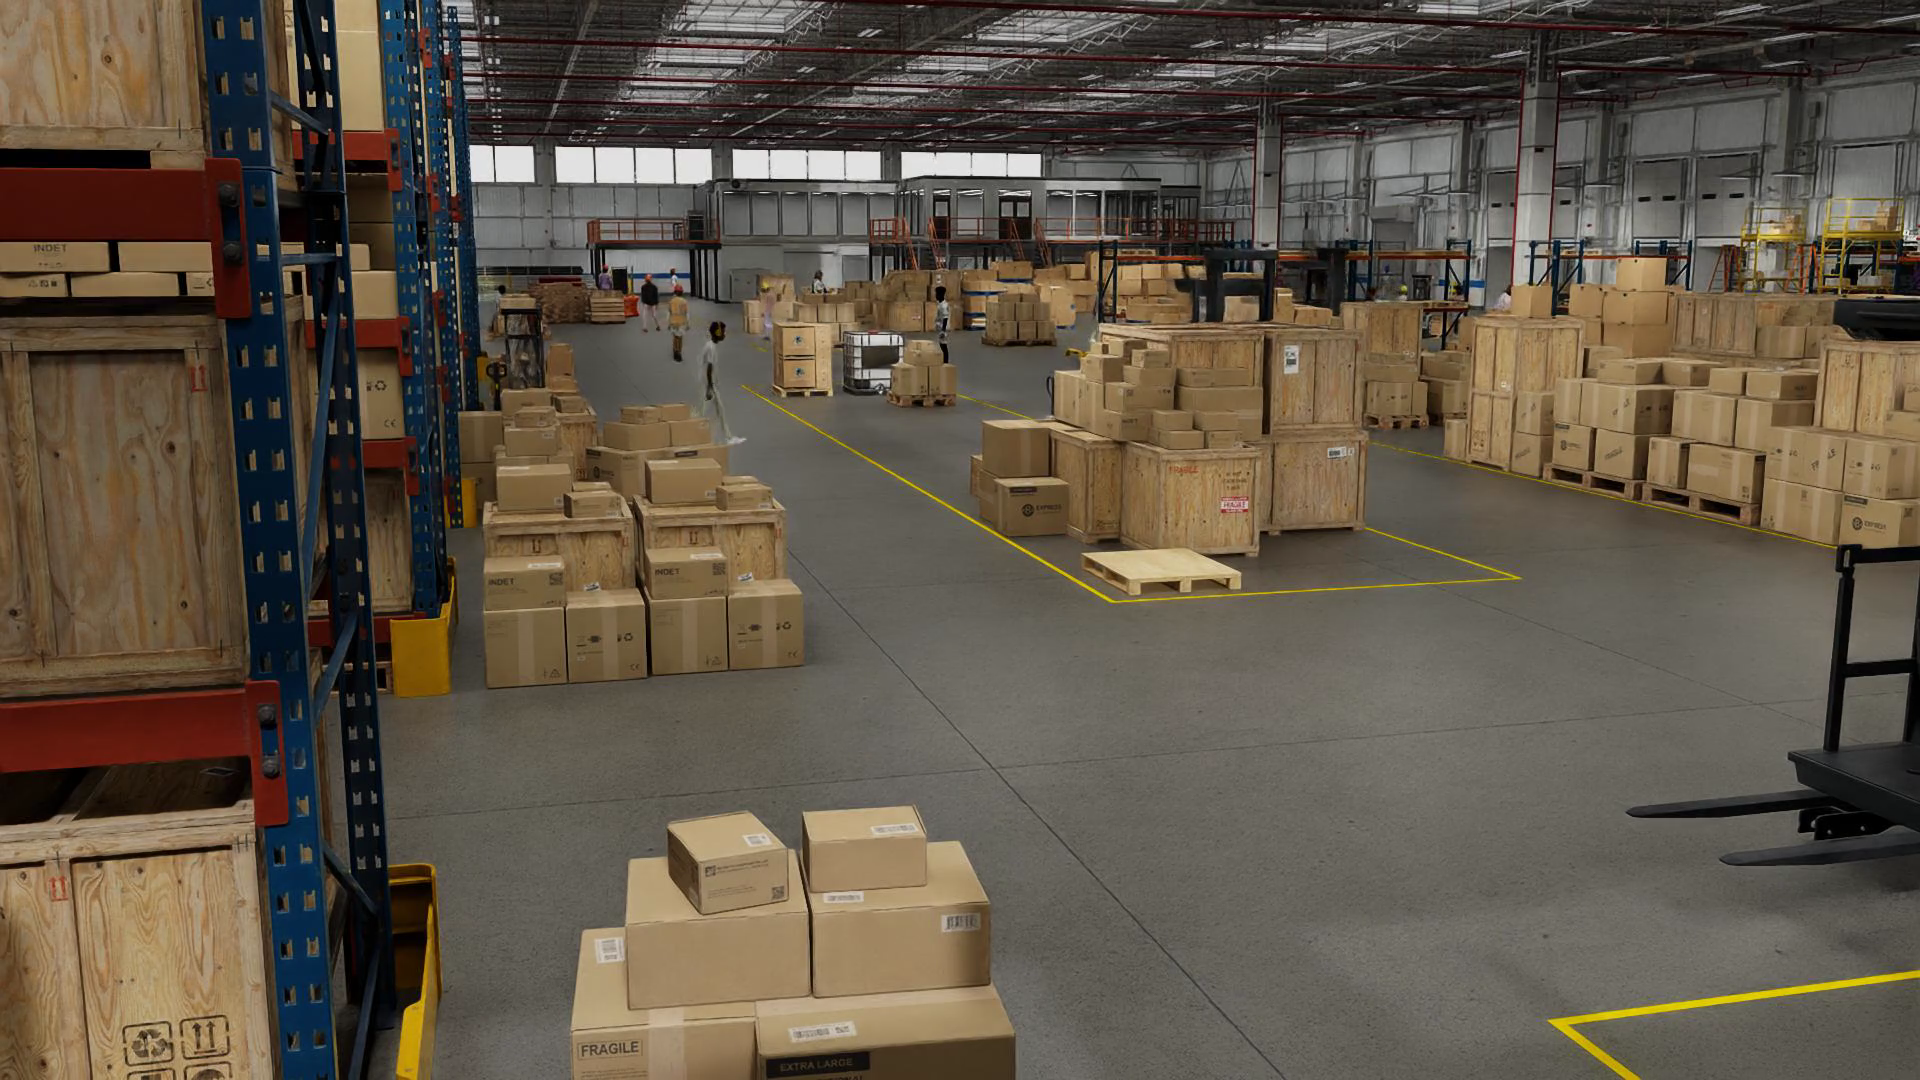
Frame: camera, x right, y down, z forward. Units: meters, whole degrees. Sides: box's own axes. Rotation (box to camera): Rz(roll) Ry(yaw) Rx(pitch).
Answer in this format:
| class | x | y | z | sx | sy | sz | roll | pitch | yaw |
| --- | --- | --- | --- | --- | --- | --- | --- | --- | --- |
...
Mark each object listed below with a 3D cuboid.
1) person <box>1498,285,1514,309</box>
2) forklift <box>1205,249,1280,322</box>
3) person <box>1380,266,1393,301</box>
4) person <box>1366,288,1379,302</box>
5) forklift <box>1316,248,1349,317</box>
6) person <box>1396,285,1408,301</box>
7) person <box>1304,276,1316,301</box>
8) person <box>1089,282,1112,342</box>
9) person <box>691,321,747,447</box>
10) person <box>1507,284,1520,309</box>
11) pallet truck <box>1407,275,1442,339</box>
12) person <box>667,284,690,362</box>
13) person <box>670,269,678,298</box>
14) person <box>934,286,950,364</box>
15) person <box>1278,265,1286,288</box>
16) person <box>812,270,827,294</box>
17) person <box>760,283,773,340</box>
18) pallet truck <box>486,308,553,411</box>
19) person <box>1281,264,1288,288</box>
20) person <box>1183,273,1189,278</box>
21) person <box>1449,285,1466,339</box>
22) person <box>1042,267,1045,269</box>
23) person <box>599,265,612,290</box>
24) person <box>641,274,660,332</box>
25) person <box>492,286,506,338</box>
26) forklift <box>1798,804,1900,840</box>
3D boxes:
| class | x | y | z | sx | sy | sz | roll | pitch | yaw |
| --- | --- | --- | --- | --- | --- | --- | --- | --- | --- |
| person | 15.196 | -6.140 | 46.001 | 0.695 | 1.790 | 0.871 | -3 | 11 | -18 |
| forklift | 3.725 | -2.462 | 22.115 | 1.129 | 2.768 | 1.873 | -3 | 10 | -16 |
| person | 20.731 | -12.360 | 80.831 | 0.610 | 1.935 | 0.414 | 7 | 12 | 34 |
| person | 9.854 | -5.136 | 40.157 | 0.684 | 1.862 | 0.640 | -2 | 10 | -11 |
| forklift | 8.621 | -5.380 | 38.640 | 1.873 | 2.768 | 1.129 | -3 | 10 | -15 |
| person | 13.322 | -6.819 | 50.121 | 0.895 | 1.688 | 0.504 | -5 | 11 | -27 |
| person | 11.288 | -7.543 | 53.566 | 0.372 | 1.934 | 0.627 | 8 | 13 | 37 |
| person | 4.169 | -6.697 | 49.119 | 0.989 | 1.823 | 0.533 | 9 | 13 | 40 |
| person | -3.507 | -2.191 | 23.617 | 0.977 | 1.803 | 0.643 | -1 | 10 | -7 |
| person | 14.592 | -5.752 | 43.596 | 0.605 | 1.876 | 0.979 | -1 | 10 | -4 |
| pallet truck | 14.620 | -7.324 | 52.145 | 0.823 | 1.965 | 1.885 | 8 | 13 | 40 |
| person | -7.030 | -5.433 | 41.657 | 0.551 | 1.913 | 0.699 | 3 | 10 | 15 |
| person | -12.669 | -11.072 | 73.696 | 0.358 | 1.881 | 0.574 | 0 | 10 | -3 |
| person | -0.411 | -4.826 | 38.088 | 0.362 | 1.963 | 0.613 | -1 | 10 | -5 |
| person | 16.468 | -13.156 | 85.410 | 0.608 | 1.912 | 0.628 | -2 | 10 | -10 |
| person | -4.913 | -8.447 | 58.383 | 0.536 | 2.000 | 0.675 | -4 | 11 | -21 |
| person | -5.860 | -7.003 | 51.016 | 0.544 | 1.746 | 0.534 | 2 | 10 | 10 |
| pallet truck | -6.242 | -2.418 | 24.362 | 0.823 | 1.965 | 1.885 | 1 | 10 | 3 |
| person | 17.530 | -14.022 | 90.120 | 0.621 | 1.977 | 0.534 | -4 | 11 | -22 |
| person | 8.204 | -8.812 | 60.811 | 0.634 | 1.915 | 0.760 | 2 | 10 | 14 |
| person | 15.454 | -7.072 | 51.625 | 0.531 | 1.684 | 0.365 | 8 | 13 | 39 |
| person | 3.815 | -11.504 | 76.060 | 0.848 | 1.902 | 0.583 | -4 | 11 | -22 |
| person | -15.627 | -11.103 | 73.414 | 0.605 | 2.045 | 0.377 | 2 | 10 | 12 |
| person | -10.401 | -7.979 | 55.999 | 0.624 | 1.959 | 0.989 | 2 | 10 | 13 |
| person | -14.386 | -7.169 | 52.266 | 0.890 | 1.642 | 0.541 | -3 | 10 | -16 |
| forklift | 5.108 | 0.113 | 7.535 | 1.873 | 2.768 | 1.129 | -3 | 10 | -15 |
